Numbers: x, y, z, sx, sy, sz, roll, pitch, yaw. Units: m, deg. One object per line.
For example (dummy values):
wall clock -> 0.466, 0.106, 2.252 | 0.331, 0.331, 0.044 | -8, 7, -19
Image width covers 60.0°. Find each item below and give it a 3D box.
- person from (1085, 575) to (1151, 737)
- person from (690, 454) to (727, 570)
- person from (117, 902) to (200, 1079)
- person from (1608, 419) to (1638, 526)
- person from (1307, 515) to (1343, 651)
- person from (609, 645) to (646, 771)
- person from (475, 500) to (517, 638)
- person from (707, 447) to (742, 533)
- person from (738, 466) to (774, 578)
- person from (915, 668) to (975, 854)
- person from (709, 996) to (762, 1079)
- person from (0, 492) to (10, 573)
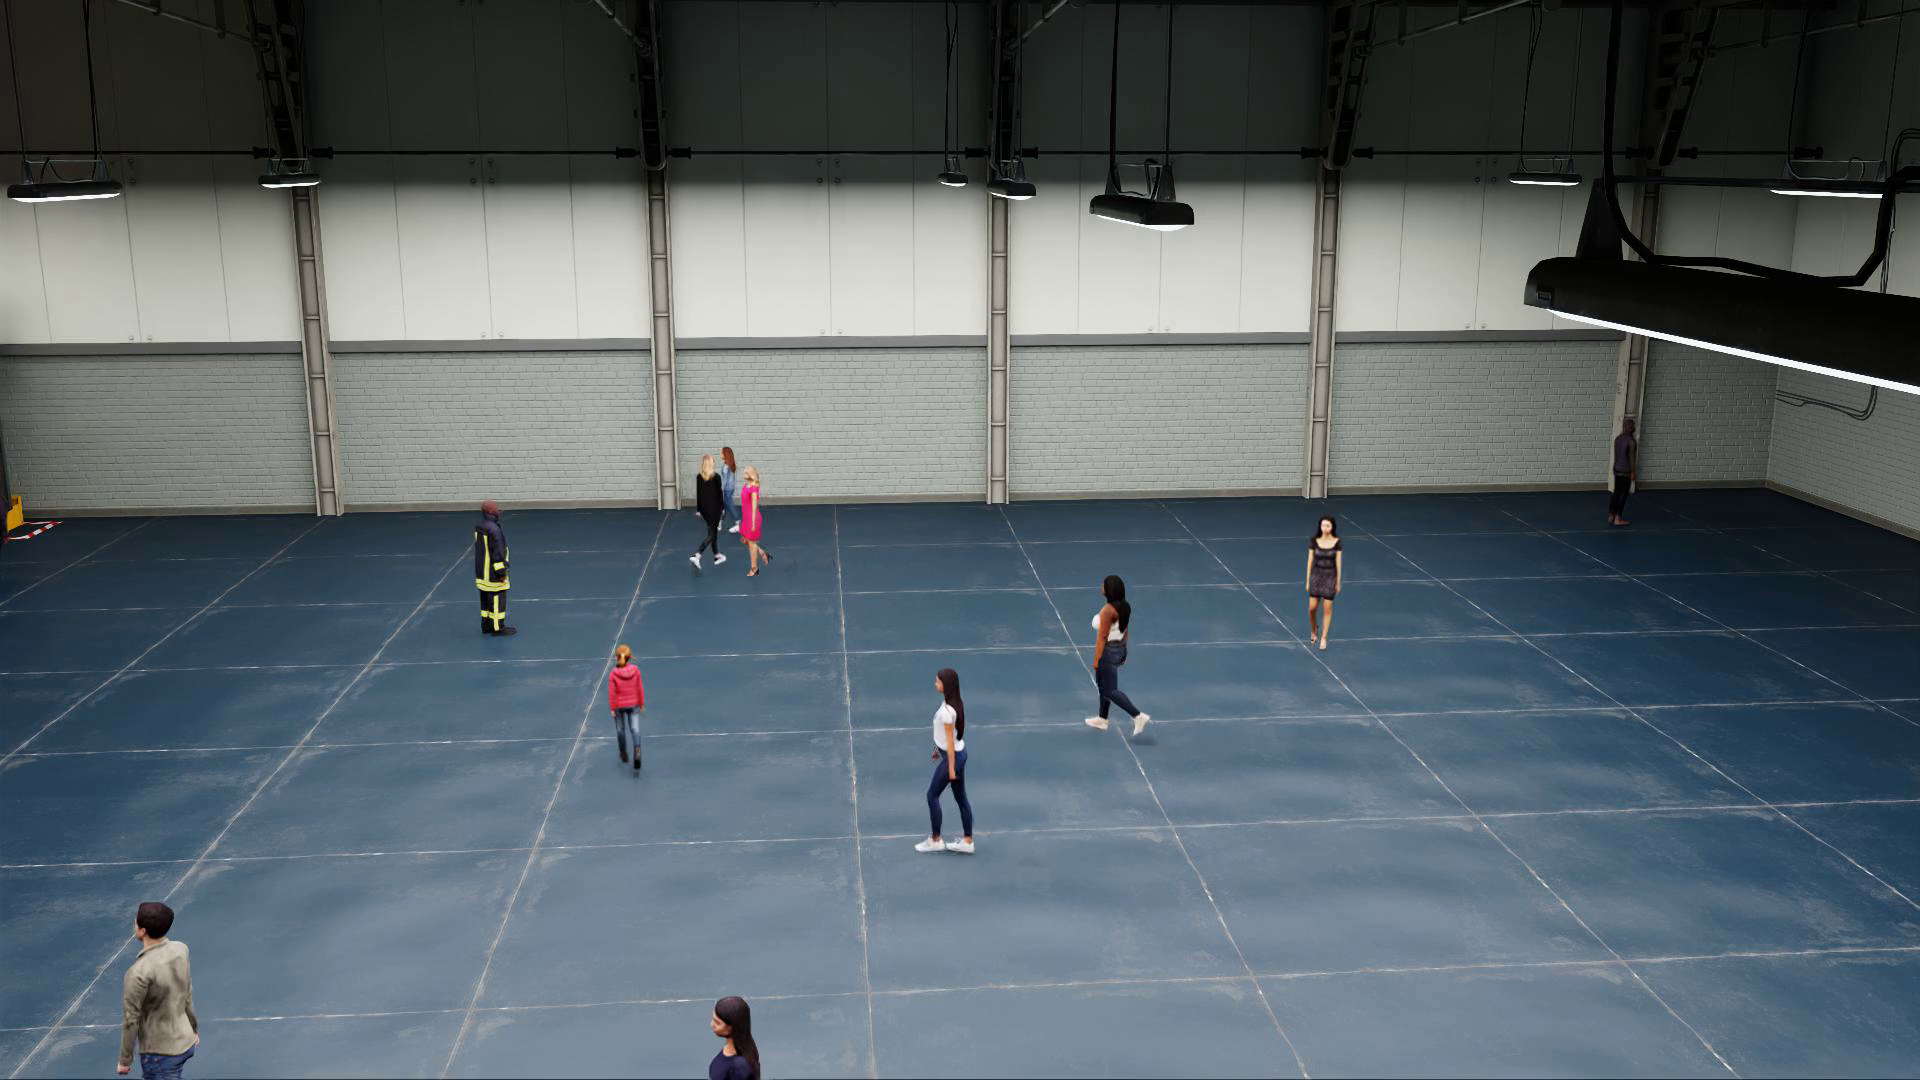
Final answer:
person -> 1.733, 1.297, 18.192 | 1.165, 1.787, 1.030 | 8, 15, 31
person -> -3.886, -0.397, 25.557 | 1.166, 1.764, 1.120 | 8, 15, 30
person -> -4.781, 3.125, 10.177 | 1.220, 1.840, 0.807 | 1, 13, 4
person -> 11.479, -1.181, 28.793 | 0.577, 1.831, 0.701 | -2, 13, -9
person -> 4.728, 0.539, 21.474 | 0.631, 1.782, 0.736 | 4, 14, 18
person -> -3.450, 1.754, 17.297 | 0.866, 1.300, 0.741 | -5, 14, -21
person -> -6.243, 0.357, 22.175 | 0.882, 1.821, 0.860 | -10, 17, -38
person -> -3.869, -0.837, 28.135 | 0.861, 1.457, 0.638 | 0, 13, 2
person -> -3.082, -0.295, 25.231 | 0.832, 1.712, 0.712 | -6, 14, -23
person -> 0.023, 2.026, 15.111 | 0.842, 1.757, 0.723 | 3, 13, 14
person -> -1.172, 3.362, 9.346 | 0.765, 1.753, 0.587 | -1, 13, -4
person -> -14.268, -0.146, 24.375 | 0.823, 1.809, 0.905 | -7, 15, -27
